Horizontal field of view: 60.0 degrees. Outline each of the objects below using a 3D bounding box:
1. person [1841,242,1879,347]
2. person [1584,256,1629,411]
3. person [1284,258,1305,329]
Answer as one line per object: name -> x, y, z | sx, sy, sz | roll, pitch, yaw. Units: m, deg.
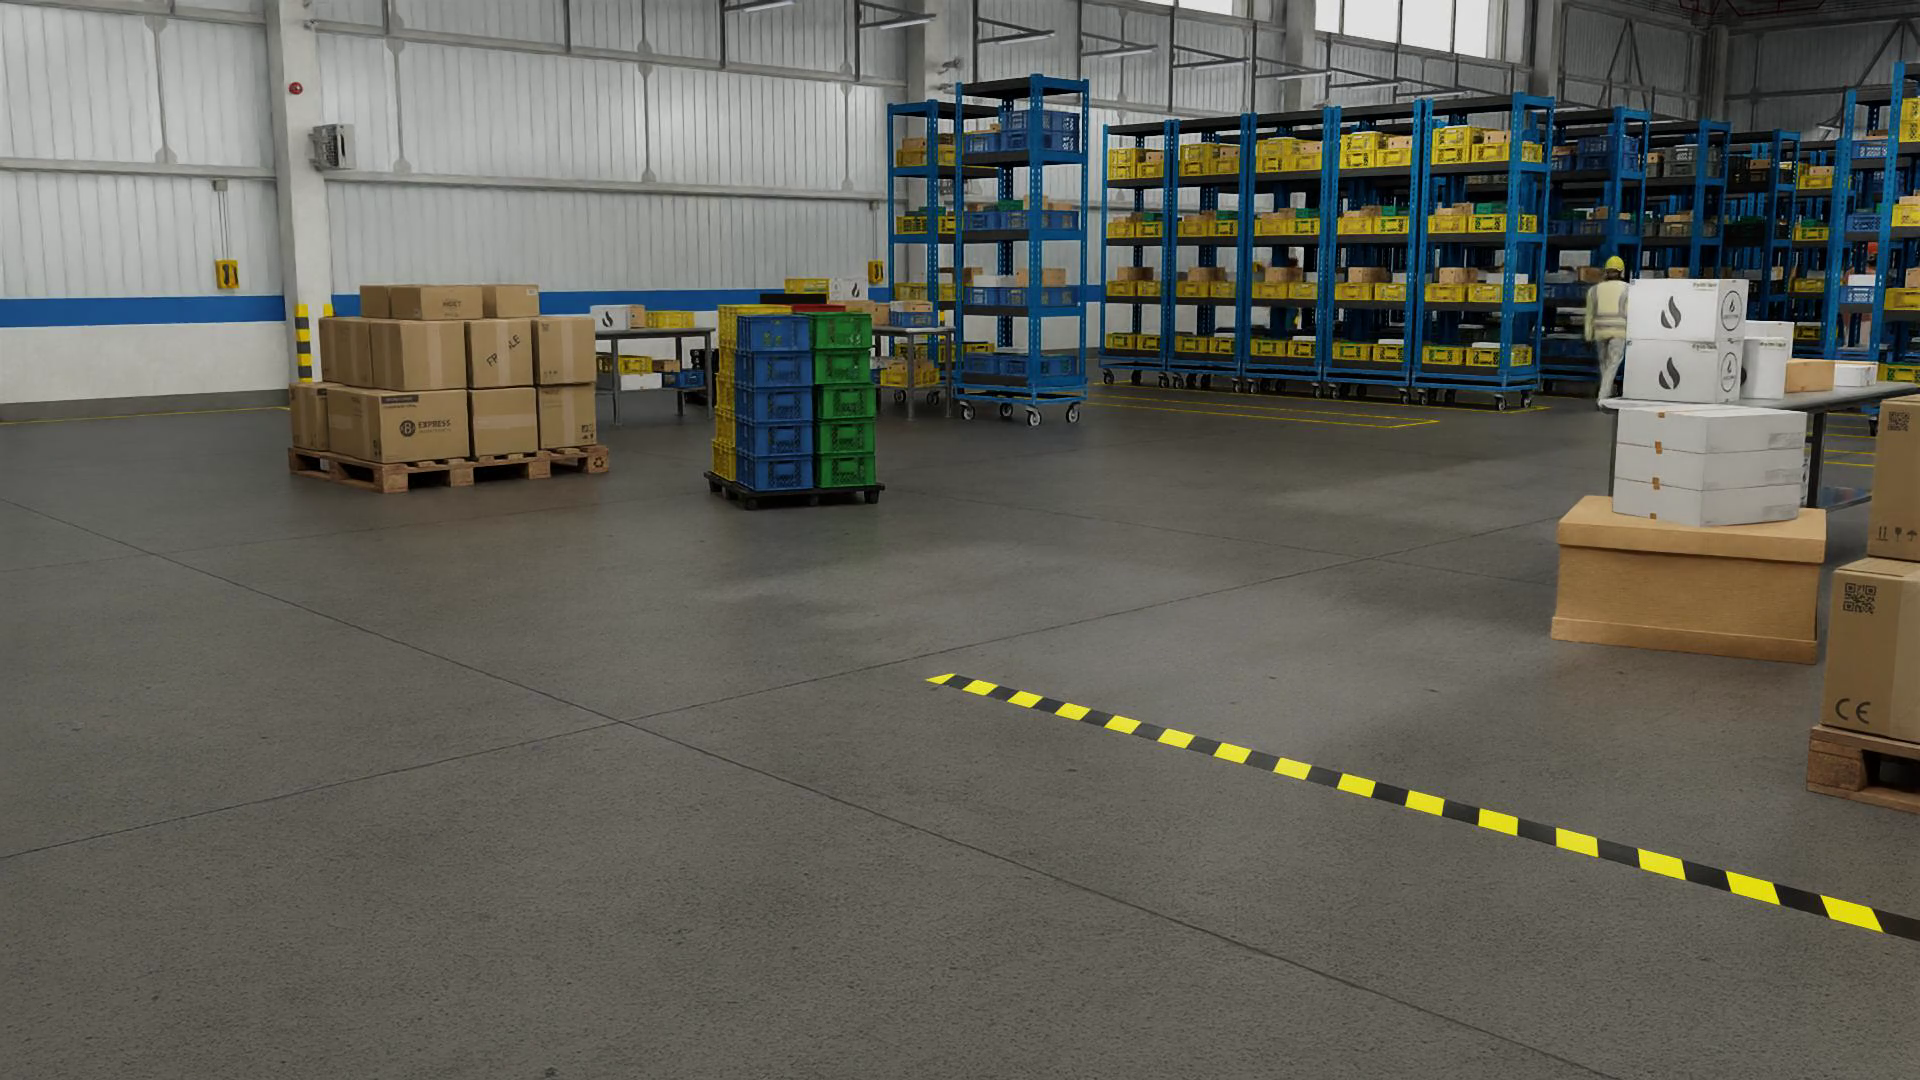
person -> 11.186, -2.722, 20.637 | 0.390, 1.992, 0.624 | -1, 10, -6
person -> 7.573, -2.394, 19.318 | 0.591, 1.790, 0.941 | 9, 13, 43
person -> 5.968, -4.182, 30.041 | 0.987, 1.797, 0.589 | -9, 13, -43
